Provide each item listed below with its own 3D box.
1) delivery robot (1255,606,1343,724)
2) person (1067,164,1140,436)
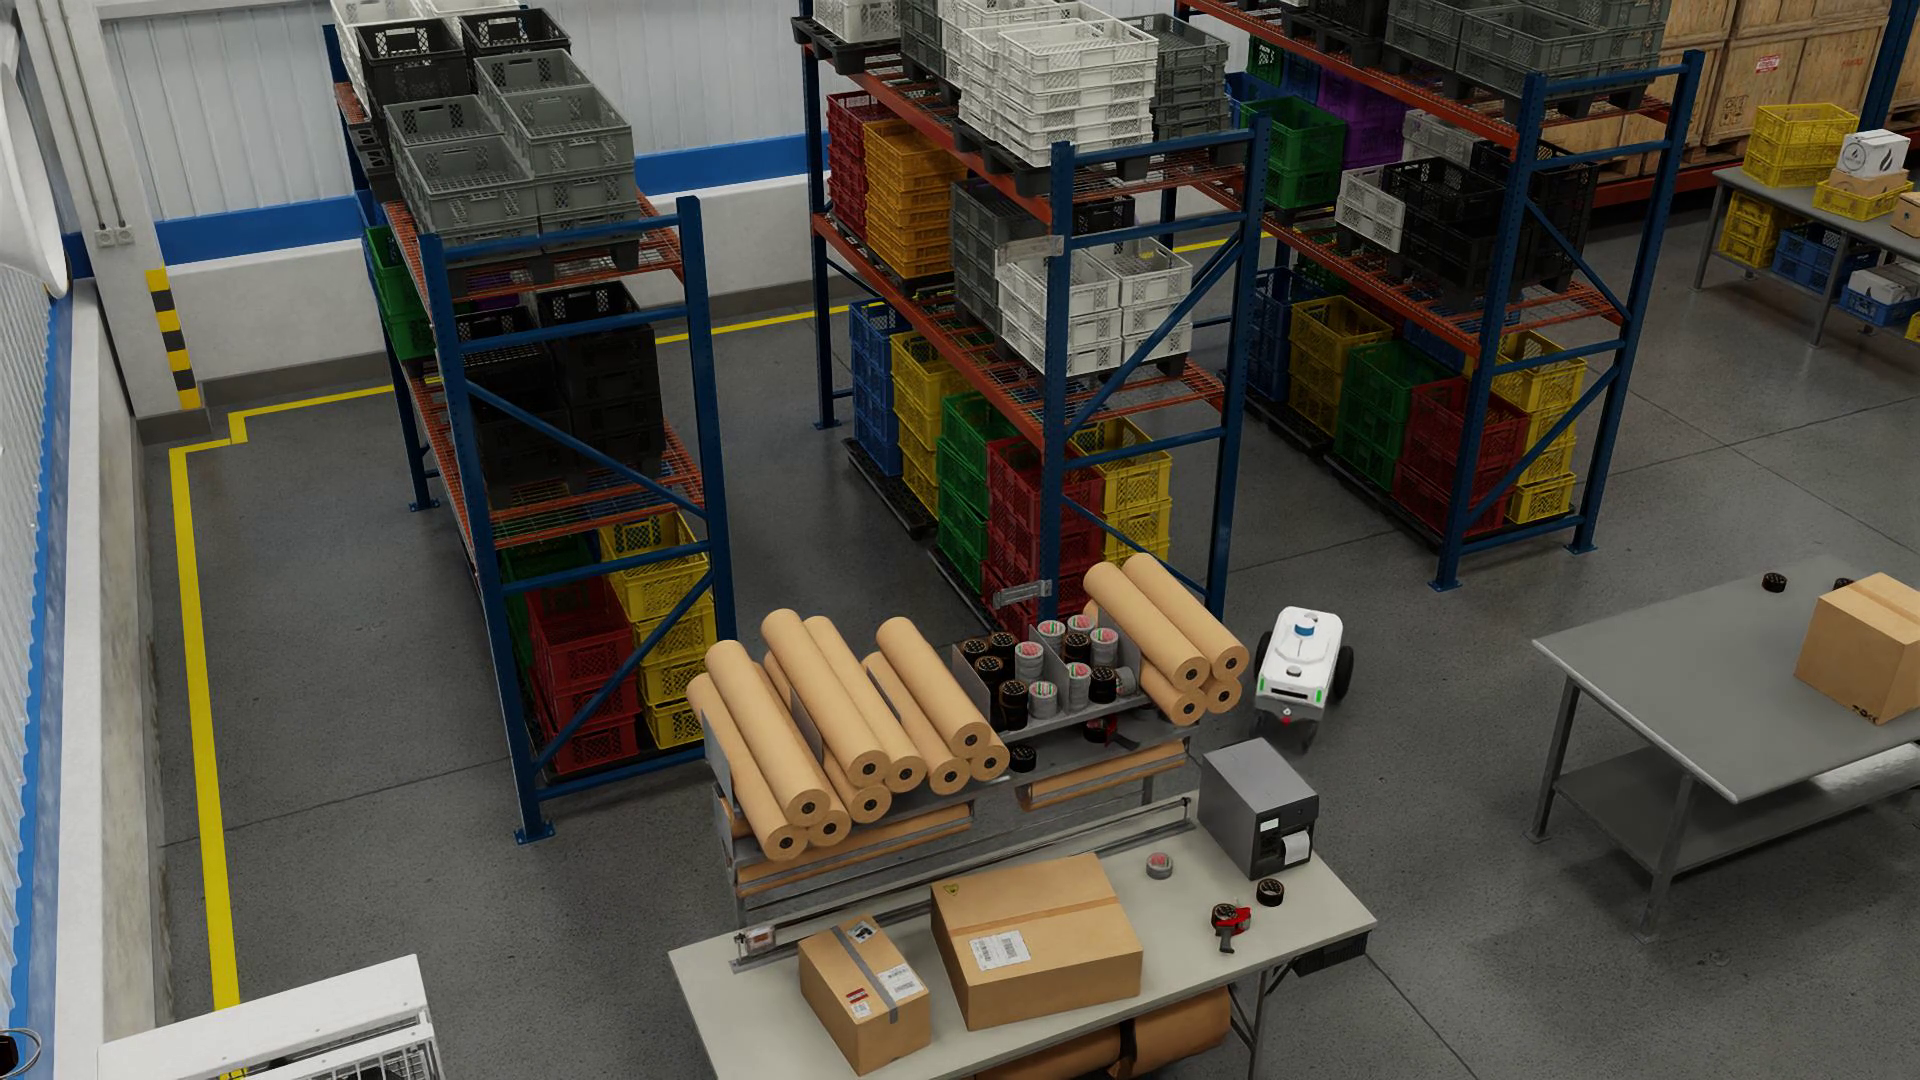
[{"bbox_3d":[1.753,0.624,8.568,0.477,0.478,0.707,11,34,16],"label":"delivery robot"},{"bbox_3d":[0.832,-1.563,10.906,0.635,1.936,0.356,0,32,0],"label":"person"}]
